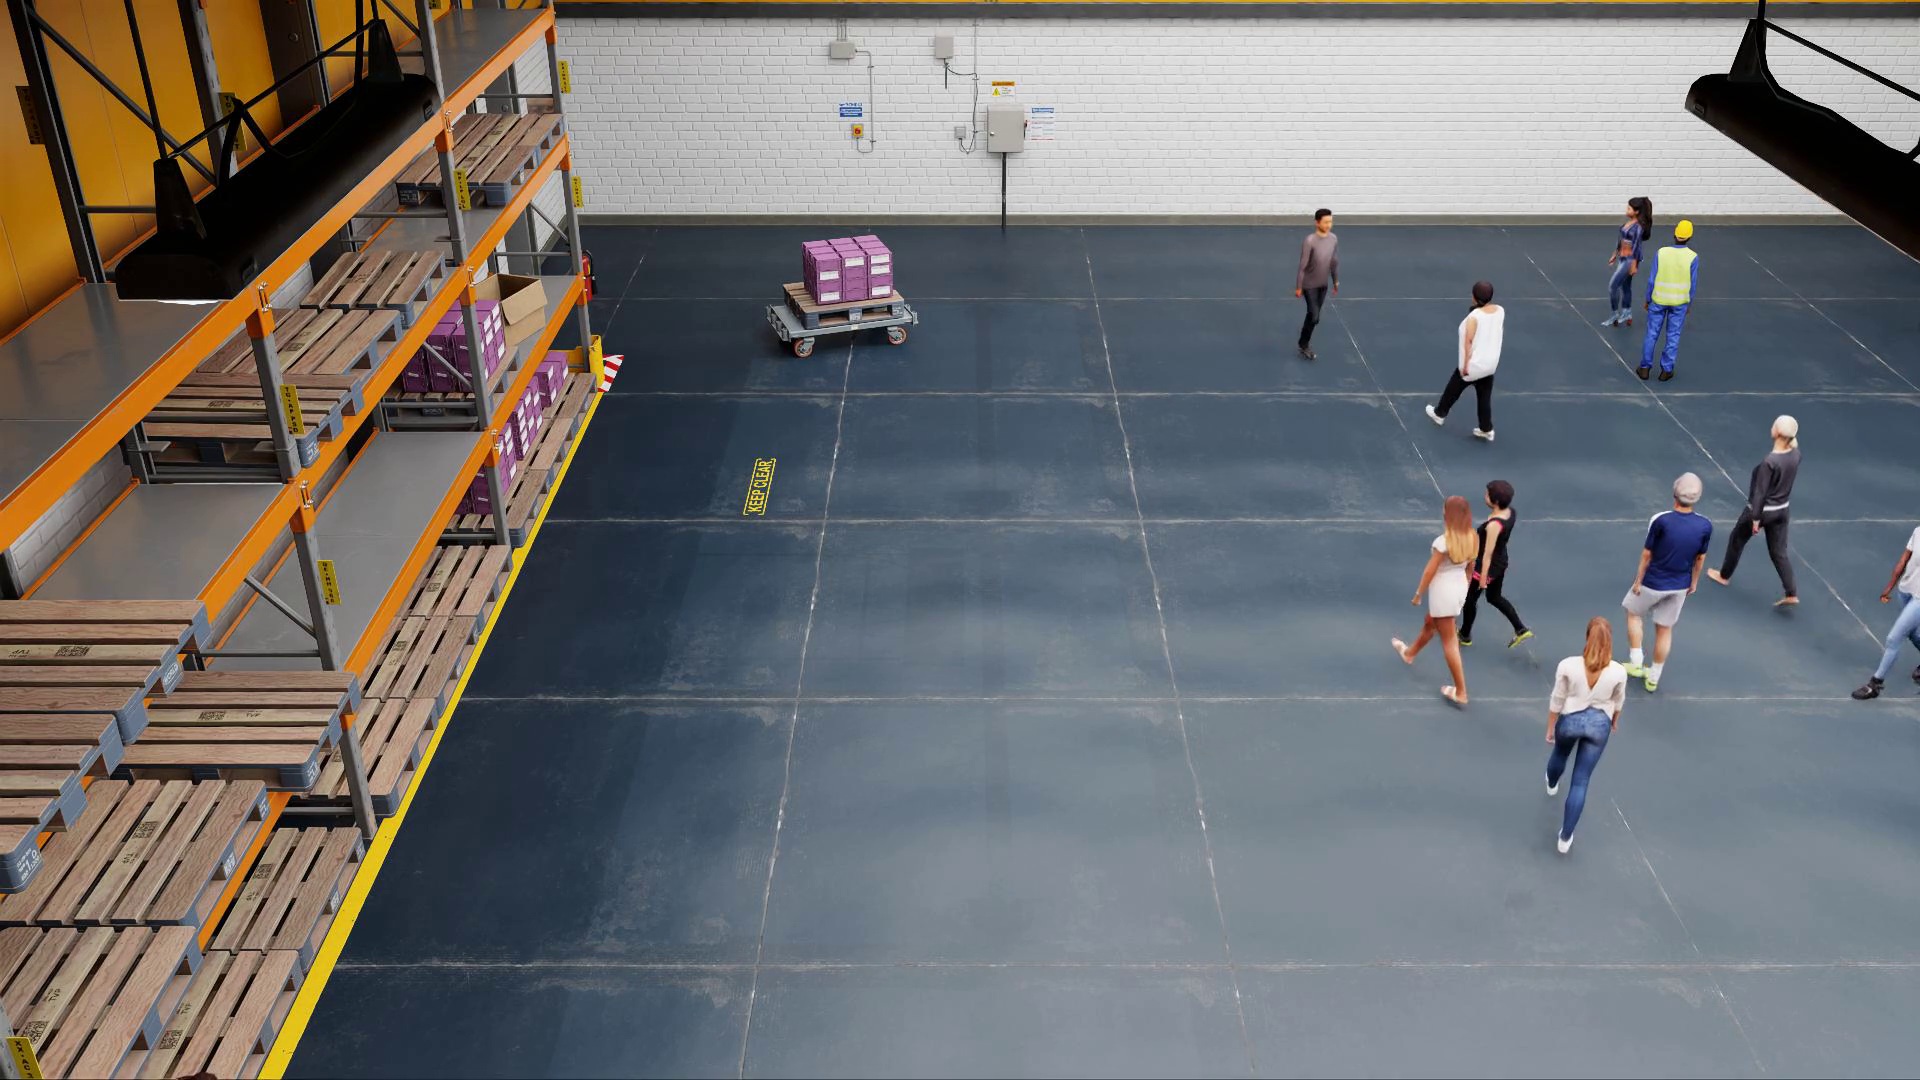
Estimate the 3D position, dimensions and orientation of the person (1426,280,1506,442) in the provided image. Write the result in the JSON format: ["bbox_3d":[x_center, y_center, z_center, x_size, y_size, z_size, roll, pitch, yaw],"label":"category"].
[{"bbox_3d":[5.331,-1.806,17.029,0.982,1.647,1.176,-14,32,-24],"label":"person"}]

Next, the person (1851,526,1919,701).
[{"bbox_3d":[7.467,0.444,12.864,0.833,1.685,1.115,-7,29,-12],"label":"person"}]

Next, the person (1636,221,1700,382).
[{"bbox_3d":[7.844,-2.652,18.405,0.739,1.814,0.715,11,30,19],"label":"person"}]

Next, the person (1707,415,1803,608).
[{"bbox_3d":[6.909,-0.220,14.074,0.837,1.693,1.169,-9,30,-16],"label":"person"}]

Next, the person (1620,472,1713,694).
[{"bbox_3d":[5.465,0.374,12.849,0.671,1.822,0.616,2,29,4],"label":"person"}]

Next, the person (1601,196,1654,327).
[{"bbox_3d":[8.038,-3.309,19.827,0.683,1.605,0.565,2,29,4],"label":"person"}]

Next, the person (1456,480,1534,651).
[{"bbox_3d":[4.347,0.234,13.410,0.950,1.531,0.932,21,35,34],"label":"person"}]

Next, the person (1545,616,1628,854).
[{"bbox_3d":[4.191,1.346,11.213,0.888,1.682,1.159,11,31,20],"label":"person"}]

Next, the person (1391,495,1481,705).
[{"bbox_3d":[3.806,0.490,12.823,0.969,1.643,1.190,-16,32,-27],"label":"person"}]

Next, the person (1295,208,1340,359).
[{"bbox_3d":[4.008,-2.946,18.999,0.776,1.761,0.770,-2,29,-3],"label":"person"}]
